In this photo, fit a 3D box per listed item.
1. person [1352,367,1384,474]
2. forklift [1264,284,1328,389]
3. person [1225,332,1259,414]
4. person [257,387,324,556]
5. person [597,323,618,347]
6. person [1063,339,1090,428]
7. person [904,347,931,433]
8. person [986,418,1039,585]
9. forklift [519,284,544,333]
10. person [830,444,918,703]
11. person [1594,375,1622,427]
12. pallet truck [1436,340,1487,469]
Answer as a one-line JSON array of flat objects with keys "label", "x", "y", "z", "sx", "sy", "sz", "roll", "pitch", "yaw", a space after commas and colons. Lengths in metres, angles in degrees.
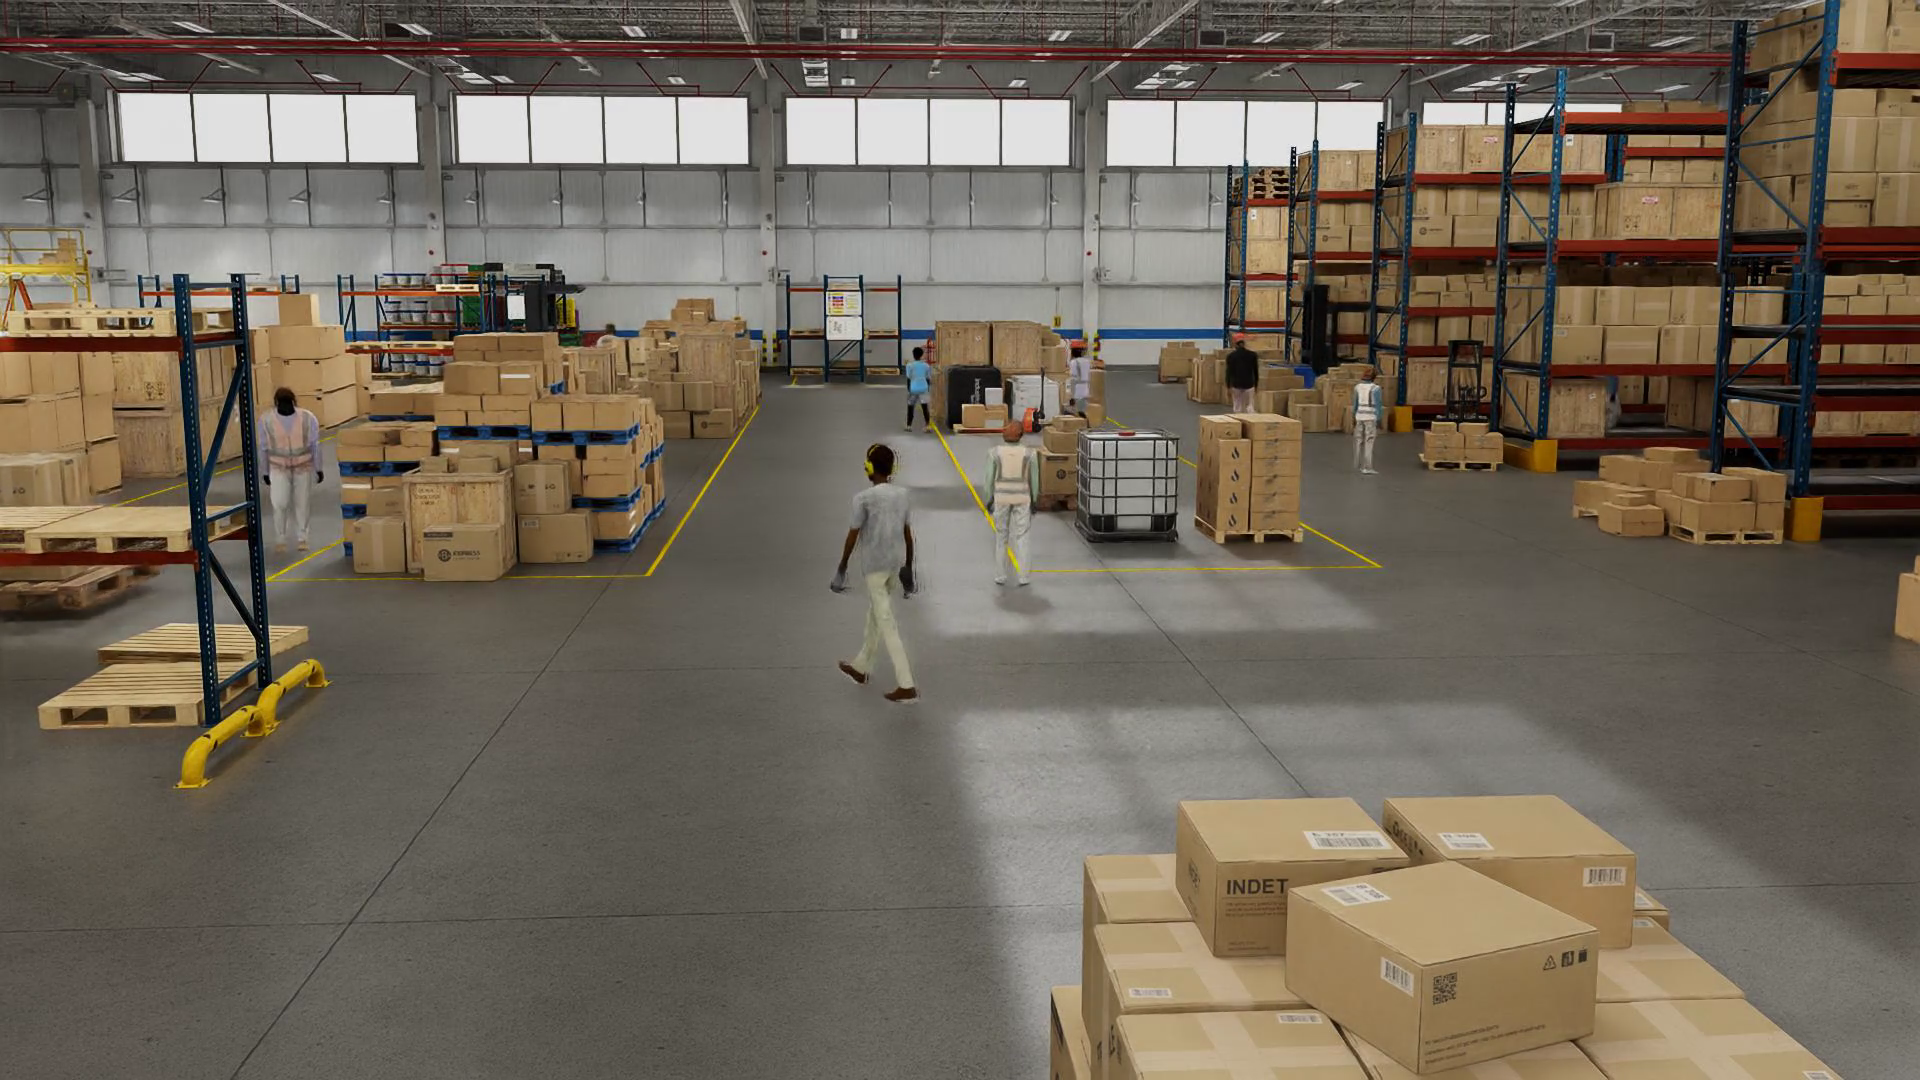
[{"label": "person", "x": 6.259, "y": -1.815, "z": 25.404, "sx": 0.544, "sy": 1.629, "sz": 0.571, "roll": -6, "pitch": 11, "yaw": -34}, {"label": "forklift", "x": 7.556, "y": -4.085, "z": 35.678, "sx": 1.873, "sy": 2.768, "sz": 1.129, "roll": -1, "pitch": 9, "yaw": -4}, {"label": "person", "x": 5.250, "y": -2.886, "z": 31.021, "sx": 0.638, "sy": 1.964, "sz": 0.576, "roll": -2, "pitch": 9, "yaw": -10}, {"label": "person", "x": -7.240, "y": -0.742, "z": 18.036, "sx": 0.649, "sy": 1.816, "sz": 0.747, "roll": -4, "pitch": 10, "yaw": -23}, {"label": "person", "x": -7.961, "y": -4.010, "z": 38.207, "sx": 0.644, "sy": 1.915, "sz": 0.630, "roll": 2, "pitch": 9, "yaw": 10}, {"label": "person", "x": 2.033, "y": -2.545, "z": 29.022, "sx": 0.569, "sy": 1.915, "sz": 0.566, "roll": 7, "pitch": 11, "yaw": 37}, {"label": "person", "x": -0.789, "y": -2.877, "z": 31.945, "sx": 0.531, "sy": 1.648, "sz": 0.894, "roll": -4, "pitch": 10, "yaw": -24}, {"label": "person", "x": 0.513, "y": -0.369, "z": 16.232, "sx": 0.522, "sy": 1.638, "sz": 0.310, "roll": 1, "pitch": 9, "yaw": 4}, {"label": "forklift", "x": -9.332, "y": -4.225, "z": 36.560, "sx": 1.873, "sy": 2.768, "sz": 1.129, "roll": -1, "pitch": 9, "yaw": -4}, {"label": "person", "x": -0.615, "y": 0.226, "z": 11.936, "sx": 0.542, "sy": 1.820, "sz": 0.965, "roll": -9, "pitch": 13, "yaw": -44}, {"label": "person", "x": 11.675, "y": -2.635, "z": 29.859, "sx": 0.579, "sy": 1.827, "sz": 0.653, "roll": -1, "pitch": 9, "yaw": -9}, {"label": "pallet truck", "x": 8.004, "y": -2.170, "z": 26.422, "sx": 0.823, "sy": 1.965, "sz": 1.885, "roll": 2, "pitch": 9, "yaw": 14}]
